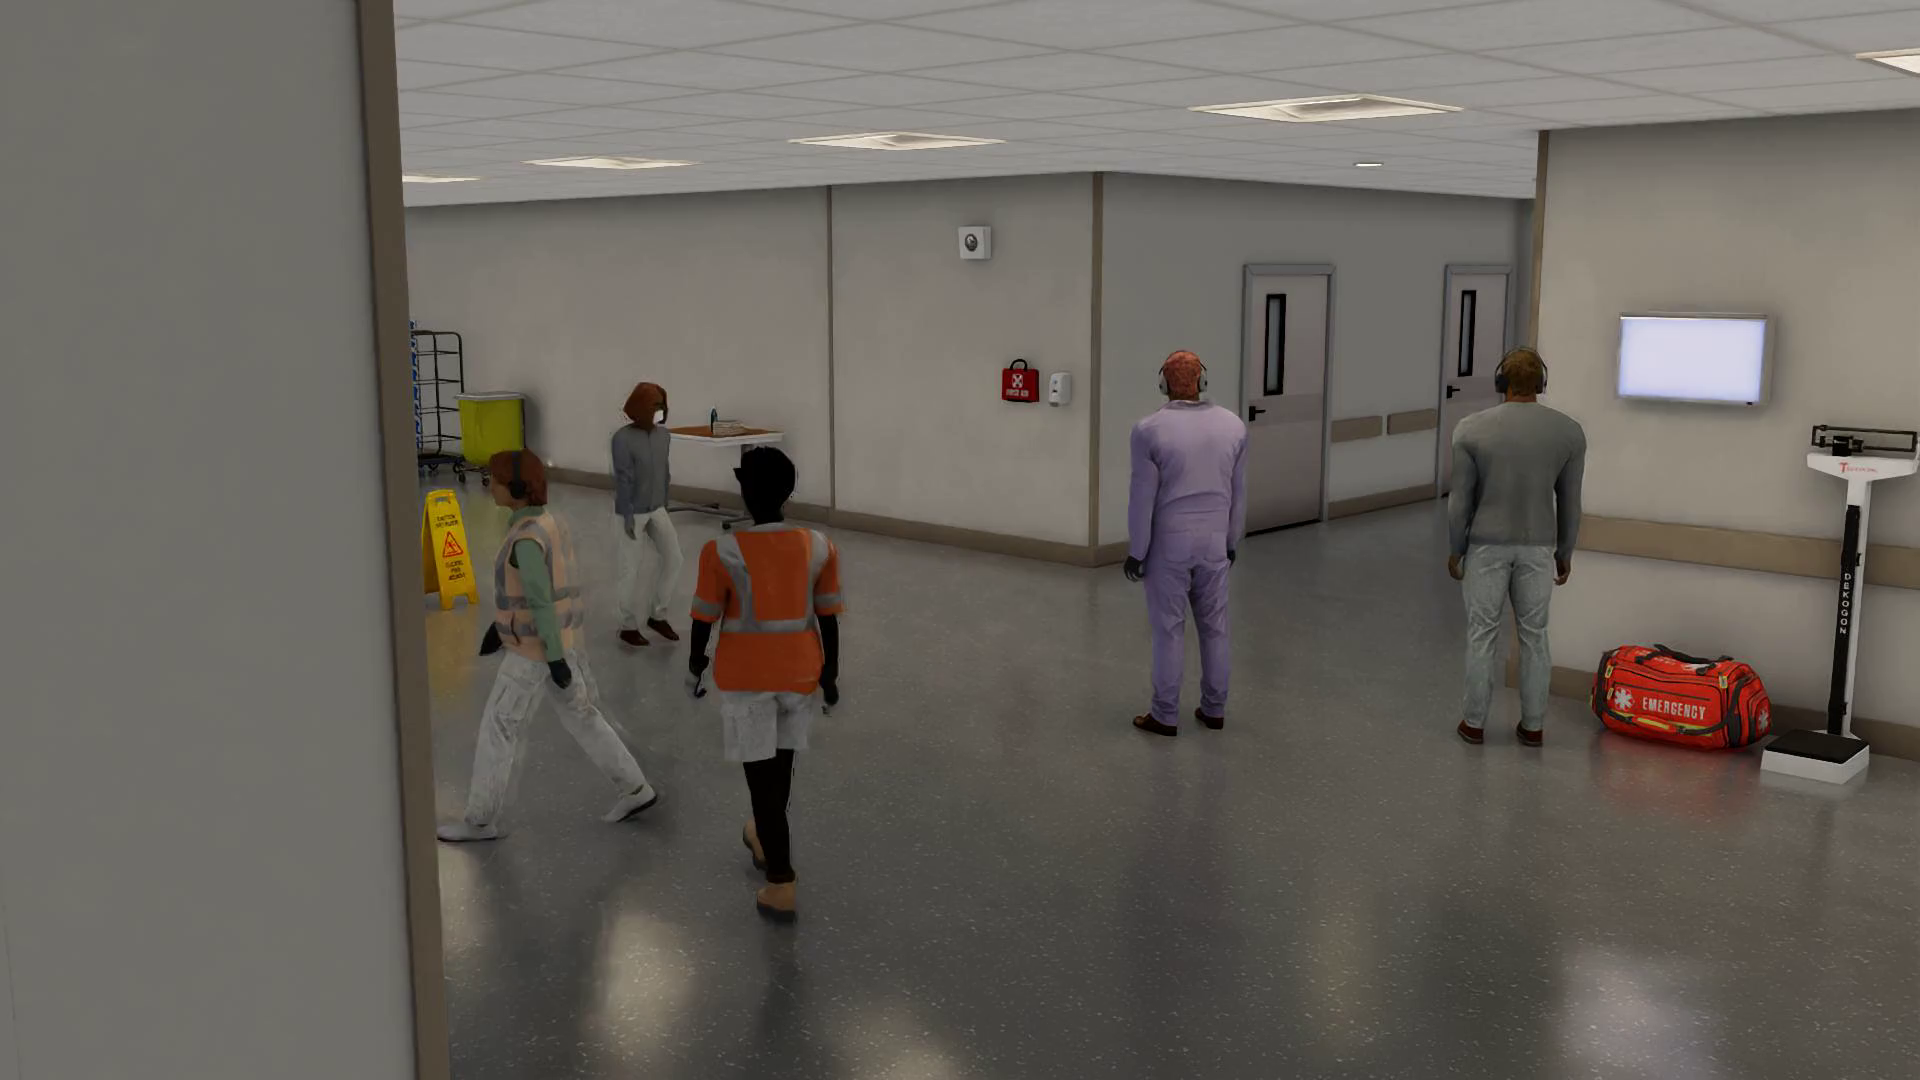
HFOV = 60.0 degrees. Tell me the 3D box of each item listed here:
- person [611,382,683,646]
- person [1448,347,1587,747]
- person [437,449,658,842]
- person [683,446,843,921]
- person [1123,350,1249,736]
[{"bbox_3d":[-1.904,-0.145,10.097,0.471,1.618,0.518,7,12,37],"label":"person"},{"bbox_3d":[2.660,0.042,8.015,0.623,1.932,0.367,1,9,5],"label":"person"},{"bbox_3d":[-1.666,0.419,6.712,0.868,1.595,0.506,-1,9,-5],"label":"person"},{"bbox_3d":[-0.731,0.486,6.059,0.545,1.660,0.765,-5,11,-30],"label":"person"},{"bbox_3d":[1.096,0.017,8.237,0.641,1.904,0.401,-4,10,-21],"label":"person"}]
